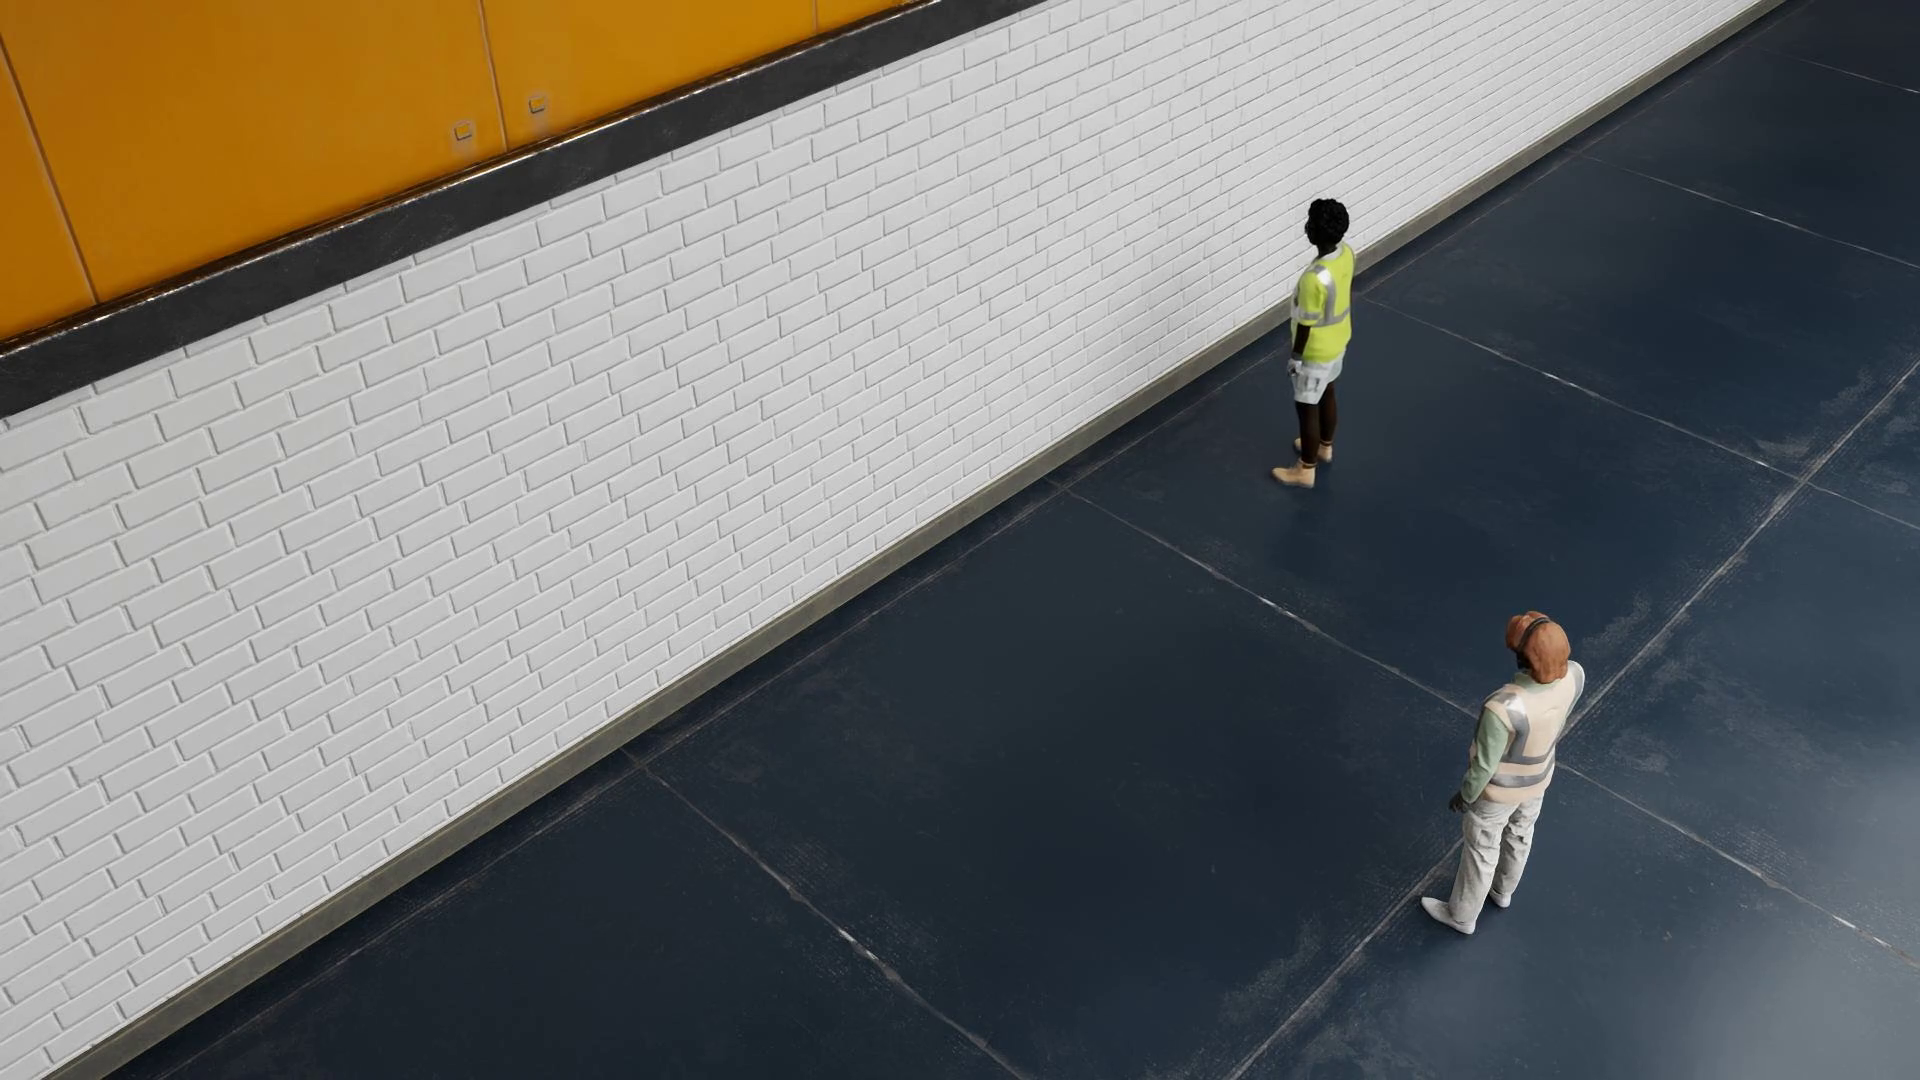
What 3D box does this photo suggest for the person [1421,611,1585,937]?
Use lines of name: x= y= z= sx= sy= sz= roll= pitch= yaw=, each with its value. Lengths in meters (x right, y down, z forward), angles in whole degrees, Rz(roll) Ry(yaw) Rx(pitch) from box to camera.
person: x=2.179 y=0.949 z=6.634 sx=0.514 sy=1.639 sz=0.308 roll=-23 pitch=44 yaw=-26

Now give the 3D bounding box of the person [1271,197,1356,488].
person: x=1.963 y=-1.085 z=9.145 sx=0.325 sy=1.684 sz=0.543 roll=21 pitch=43 yaw=24
